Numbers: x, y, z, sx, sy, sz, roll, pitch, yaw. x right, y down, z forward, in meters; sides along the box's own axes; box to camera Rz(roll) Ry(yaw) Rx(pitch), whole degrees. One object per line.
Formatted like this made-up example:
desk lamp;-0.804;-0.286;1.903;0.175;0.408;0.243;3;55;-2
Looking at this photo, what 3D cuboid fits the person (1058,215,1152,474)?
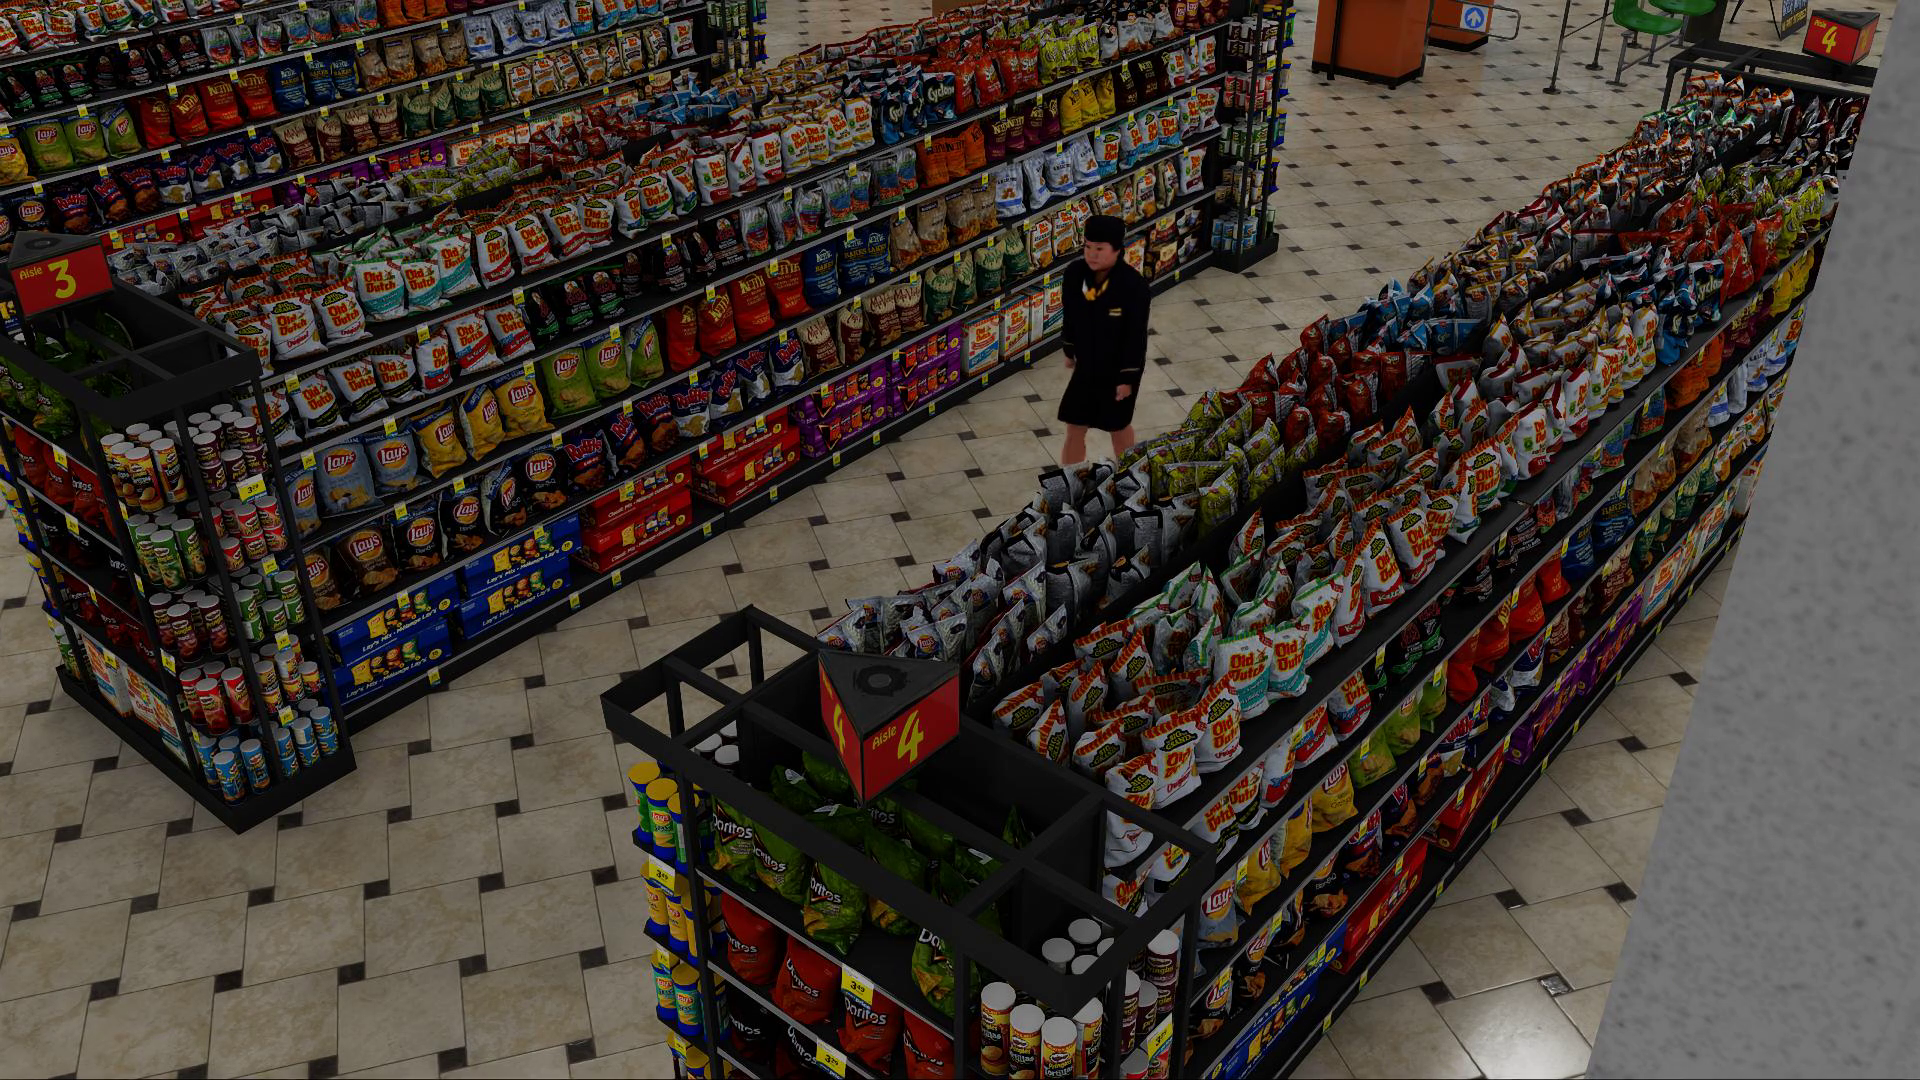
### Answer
person;0.805;-0.911;8.645;0.766;1.649;0.922;20;37;28
